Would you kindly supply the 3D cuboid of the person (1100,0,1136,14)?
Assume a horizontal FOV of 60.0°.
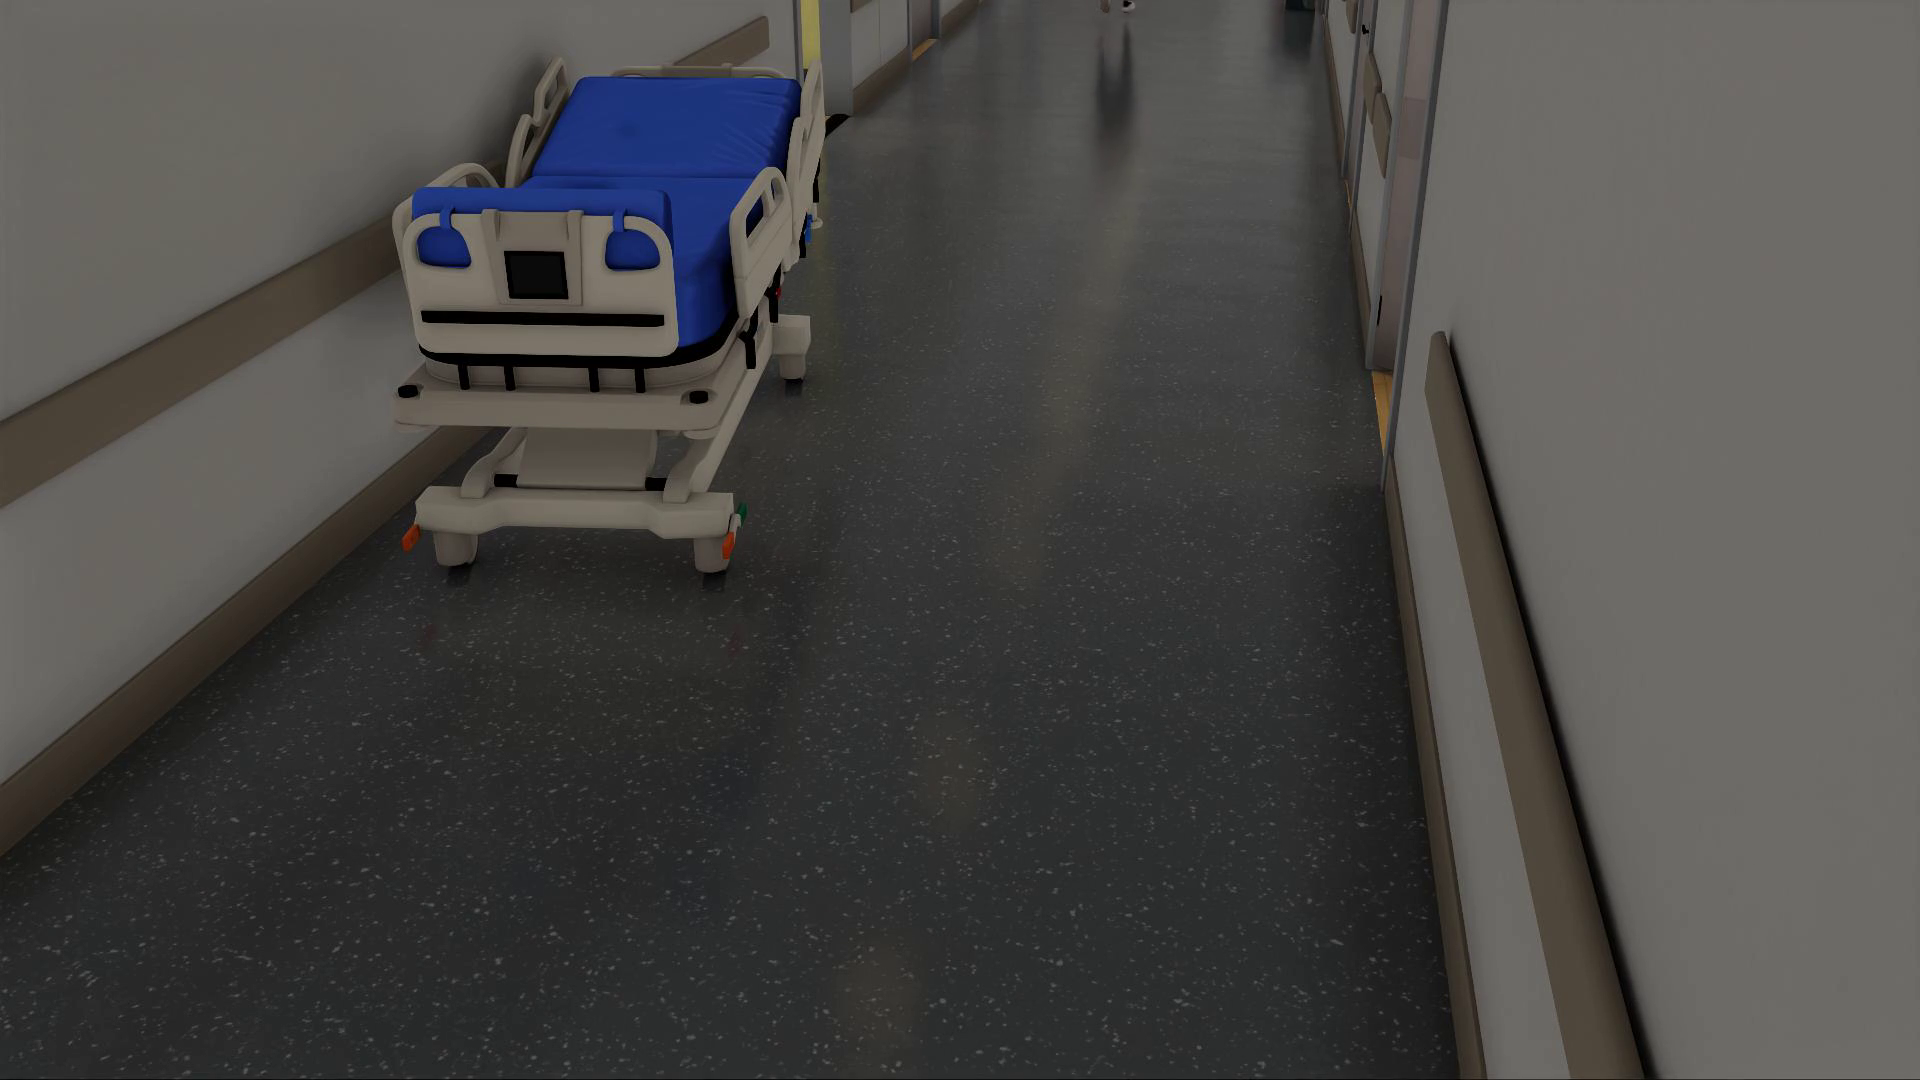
[{"bbox_3d":[1.533,-5.934,15.965,1.092,1.774,0.781,8,27,17],"label":"person"}]
